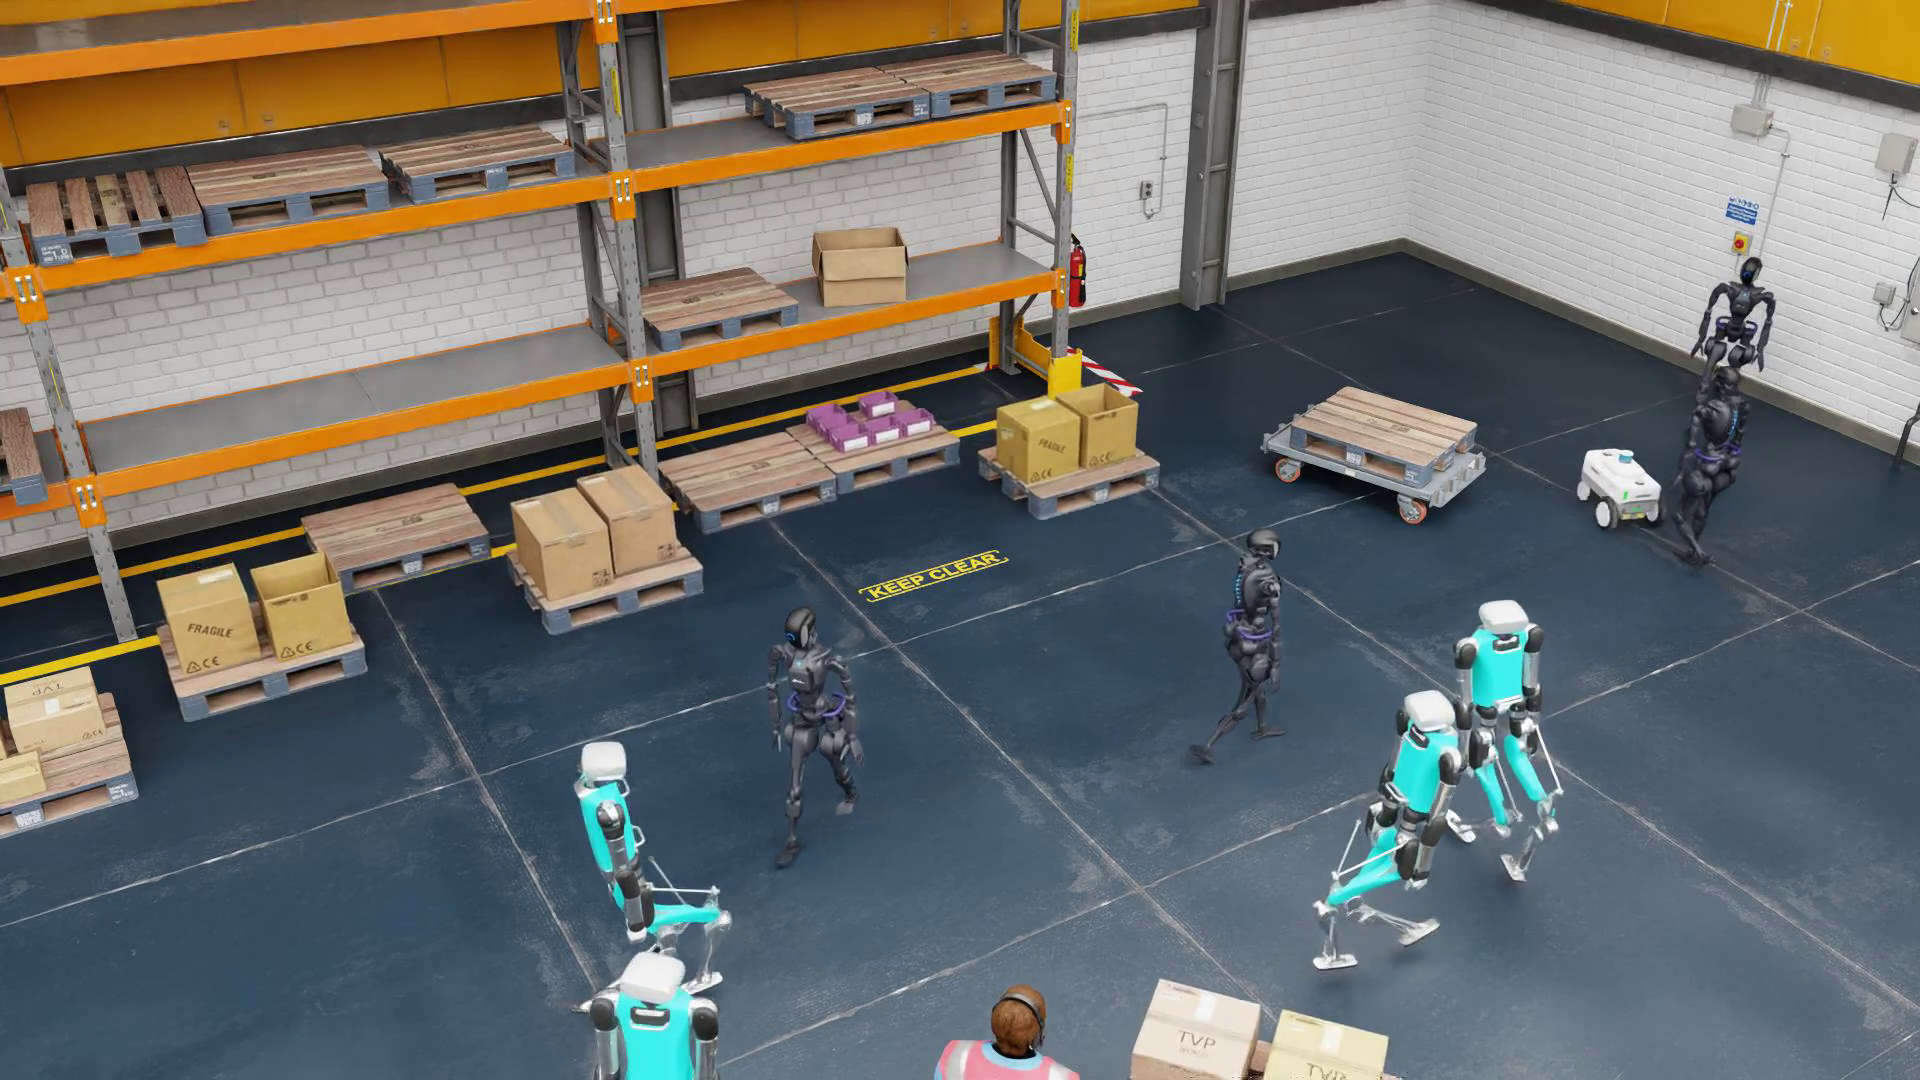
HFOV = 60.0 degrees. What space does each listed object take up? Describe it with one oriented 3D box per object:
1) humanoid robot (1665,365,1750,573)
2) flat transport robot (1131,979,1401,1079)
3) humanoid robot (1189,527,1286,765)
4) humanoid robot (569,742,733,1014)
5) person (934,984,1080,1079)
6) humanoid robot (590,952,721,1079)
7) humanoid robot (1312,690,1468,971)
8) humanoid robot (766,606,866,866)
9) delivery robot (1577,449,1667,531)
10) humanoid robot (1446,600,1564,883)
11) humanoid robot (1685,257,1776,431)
[{"bbox_3d":[5.661,-0.523,12.467,0.600,1.641,0.435,-12,32,-20],"label":"humanoid robot"},{"bbox_3d":[1.356,2.945,7.761,0.659,0.231,1.431,10,31,18],"label":"flat transport robot"},{"bbox_3d":[1.798,0.652,10.438,0.767,1.639,0.590,-10,31,-17],"label":"humanoid robot"},{"bbox_3d":[-1.544,1.732,8.423,1.020,1.733,0.554,-13,32,-21],"label":"humanoid robot"},{"bbox_3d":[0.211,2.564,6.852,0.629,1.837,0.431,9,31,15],"label":"person"},{"bbox_3d":[-1.276,2.652,6.909,0.539,1.891,0.754,3,30,5],"label":"humanoid robot"},{"bbox_3d":[2.158,1.590,8.666,1.014,1.725,0.539,-8,30,-14],"label":"humanoid robot"},{"bbox_3d":[-0.827,1.087,9.684,0.612,1.624,0.826,10,31,17],"label":"humanoid robot"},{"bbox_3d":[5.342,-0.443,13.446,0.499,0.572,0.747,-4,30,-8],"label":"delivery robot"},{"bbox_3d":[3.067,1.223,9.315,0.577,1.744,0.937,-8,30,-13],"label":"humanoid robot"},{"bbox_3d":[6.767,-1.714,14.596,0.604,1.637,0.627,15,33,25],"label":"humanoid robot"}]
